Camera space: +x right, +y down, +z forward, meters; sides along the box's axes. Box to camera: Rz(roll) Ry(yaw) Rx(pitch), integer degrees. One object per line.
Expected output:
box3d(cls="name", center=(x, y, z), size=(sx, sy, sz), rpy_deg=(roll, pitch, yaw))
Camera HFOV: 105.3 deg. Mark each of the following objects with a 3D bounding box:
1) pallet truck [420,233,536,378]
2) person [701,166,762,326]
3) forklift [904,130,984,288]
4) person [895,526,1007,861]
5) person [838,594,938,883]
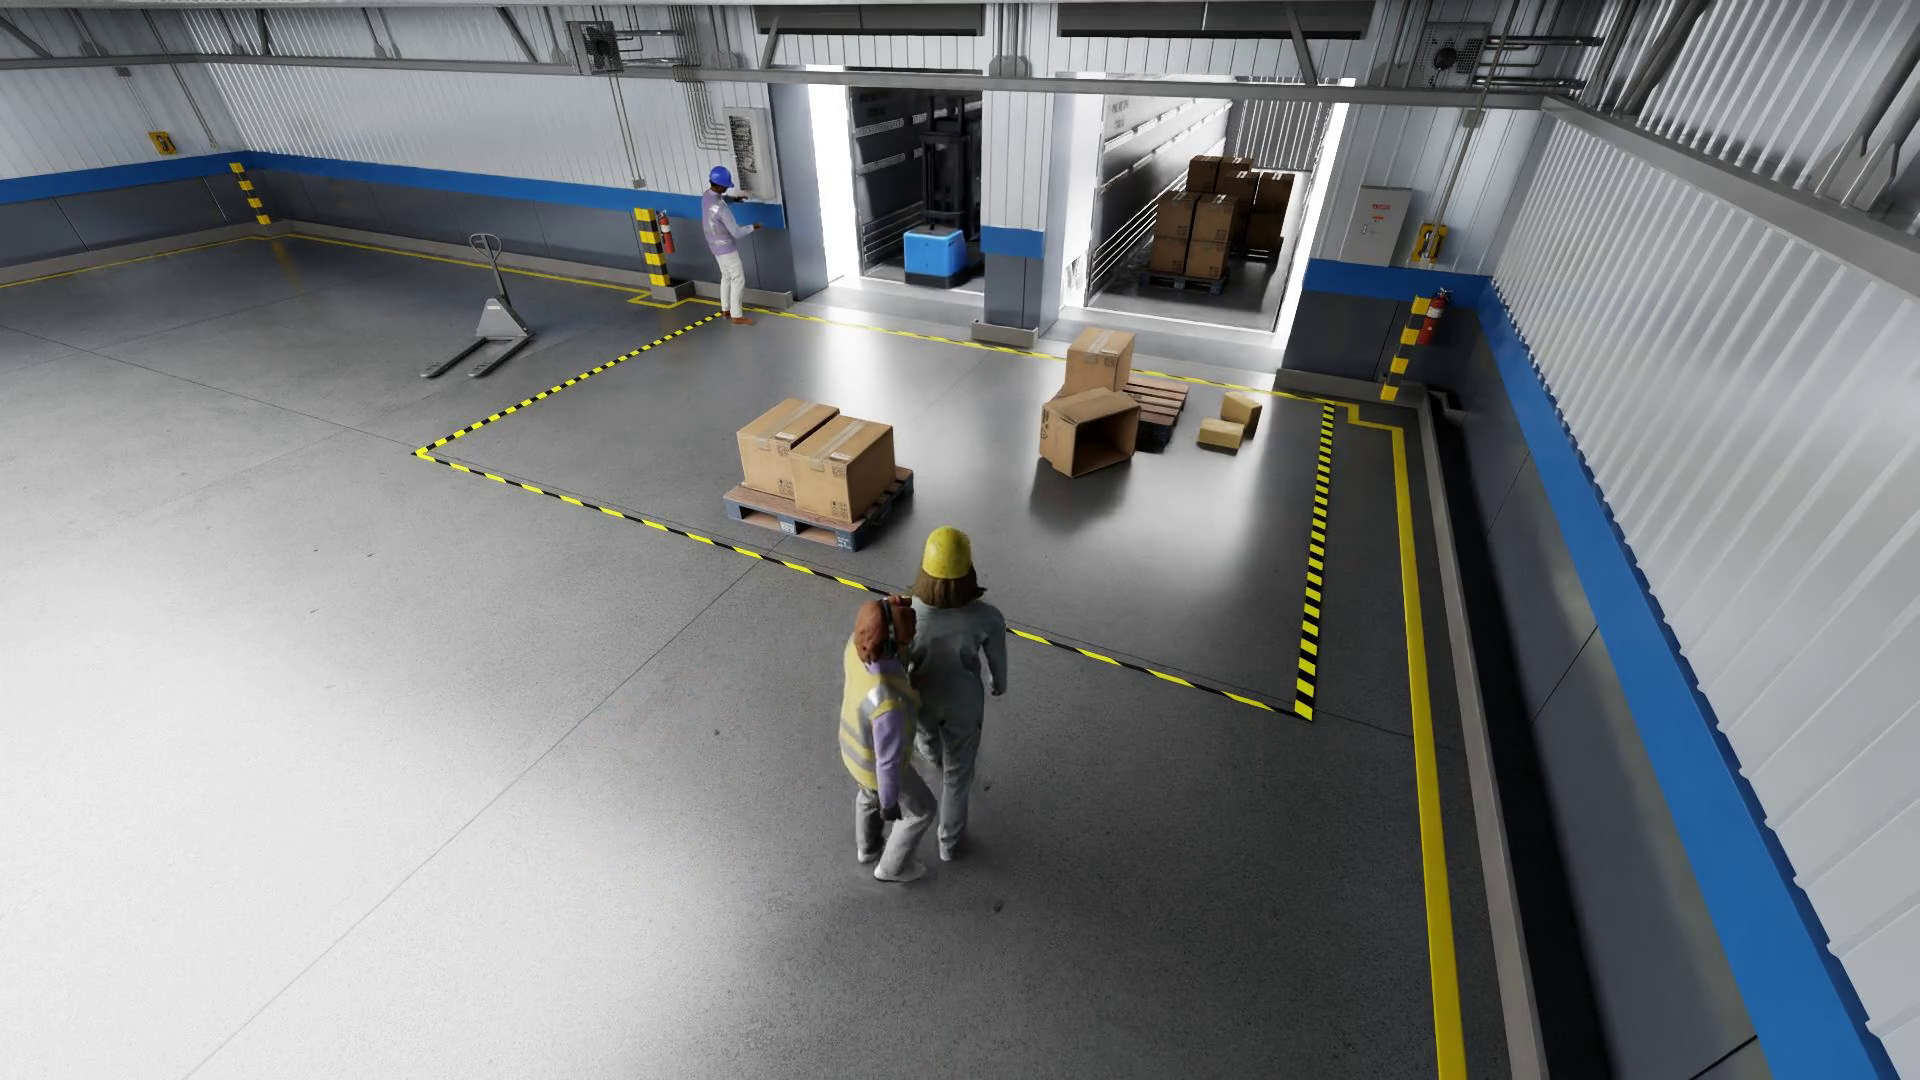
box3d(cls="pallet truck", center=(-5.664, -2.712, 8.427), size=(0.680, 1.201, 1.601), rpy_deg=(0, 35, -1))
box3d(cls="person", center=(-2.878, -3.742, 9.320), size=(0.700, 1.883, 0.792), rpy_deg=(-23, 42, -29))
box3d(cls="forklift", center=(-0.329, -4.771, 10.625), size=(0.716, 2.013, 0.776), rpy_deg=(15, 38, 20))
box3d(cls="person", center=(-0.046, 0.625, 3.328), size=(0.514, 1.709, 0.793), rpy_deg=(2, 36, 2))
box3d(cls="person", center=(-0.307, 0.885, 3.043), size=(0.359, 1.623, 0.548), rpy_deg=(-14, 38, -19))
